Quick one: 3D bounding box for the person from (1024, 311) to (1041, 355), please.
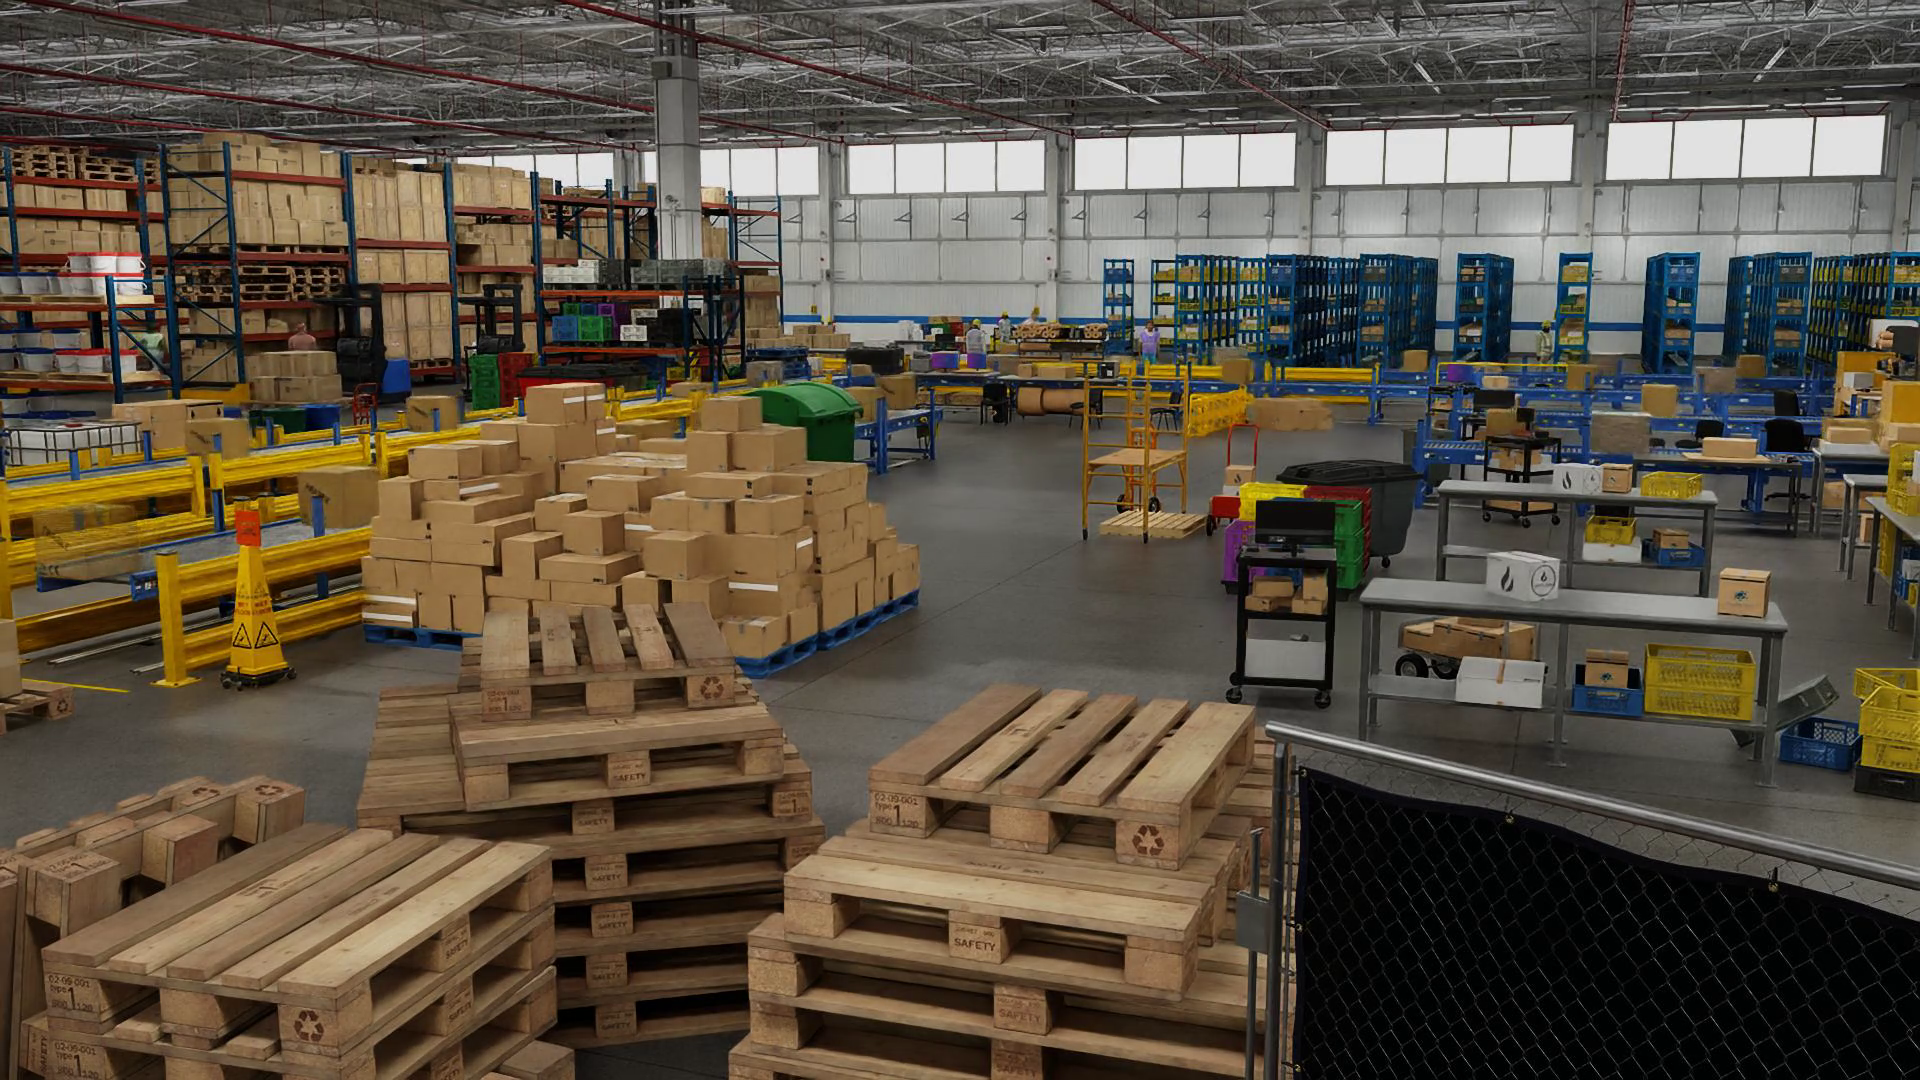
[{"bbox_3d":[2.392,-6.650,55.029,0.633,1.873,0.923,-2,9,-11],"label":"person"}]

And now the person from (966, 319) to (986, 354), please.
[{"bbox_3d":[0.466,-5.191,45.968,0.600,1.830,0.404,5,10,28],"label":"person"}]

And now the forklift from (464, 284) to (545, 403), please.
[{"bbox_3d":[-10.832,-4.702,39.610,1.129,2.768,1.873,3,10,20],"label":"forklift"}]

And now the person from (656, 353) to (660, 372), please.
[{"bbox_3d":[-7.351,-4.574,41.811,0.634,1.925,0.738,-8,12,-41],"label":"person"}]

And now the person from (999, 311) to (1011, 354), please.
[{"bbox_3d":[1.640,-7.521,60.913,0.485,1.735,0.346,-5,10,-27],"label":"person"}]

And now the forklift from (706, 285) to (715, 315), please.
[{"bbox_3d":[-8.085,-6.654,51.871,1.873,2.768,1.129,9,13,44],"label":"forklift"}]

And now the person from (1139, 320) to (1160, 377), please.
[{"bbox_3d":[5.045,-4.935,44.330,0.570,1.839,0.372,0,9,-1],"label":"person"}]

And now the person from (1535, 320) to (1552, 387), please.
[{"bbox_3d":[15.768,-5.017,44.883,0.594,1.828,0.403,-7,12,-39],"label":"person"}]

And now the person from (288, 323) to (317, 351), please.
[{"bbox_3d":[-15.547,-4.179,39.395,0.636,1.903,0.405,-3,10,-20],"label":"person"}]

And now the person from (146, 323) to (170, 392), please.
[{"bbox_3d":[-20.891,-4.763,43.398,0.591,1.786,0.988,3,10,20],"label":"person"}]

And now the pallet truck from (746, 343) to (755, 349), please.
[{"bbox_3d":[-6.183,-4.618,44.264,1.601,1.201,0.680,-9,12,-43],"label":"pallet truck"}]

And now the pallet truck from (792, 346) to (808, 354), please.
[{"bbox_3d":[-3.705,-4.298,42.022,0.653,1.274,1.630,3,10,20],"label":"pallet truck"}]

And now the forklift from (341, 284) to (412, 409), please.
[{"bbox_3d":[-13.657,-4.482,38.232,1.129,2.768,1.873,3,10,20],"label":"forklift"}]

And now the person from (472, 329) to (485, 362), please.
[{"bbox_3d":[-12.043,-4.477,41.938,0.532,1.689,0.321,-9,13,-44],"label":"person"}]
